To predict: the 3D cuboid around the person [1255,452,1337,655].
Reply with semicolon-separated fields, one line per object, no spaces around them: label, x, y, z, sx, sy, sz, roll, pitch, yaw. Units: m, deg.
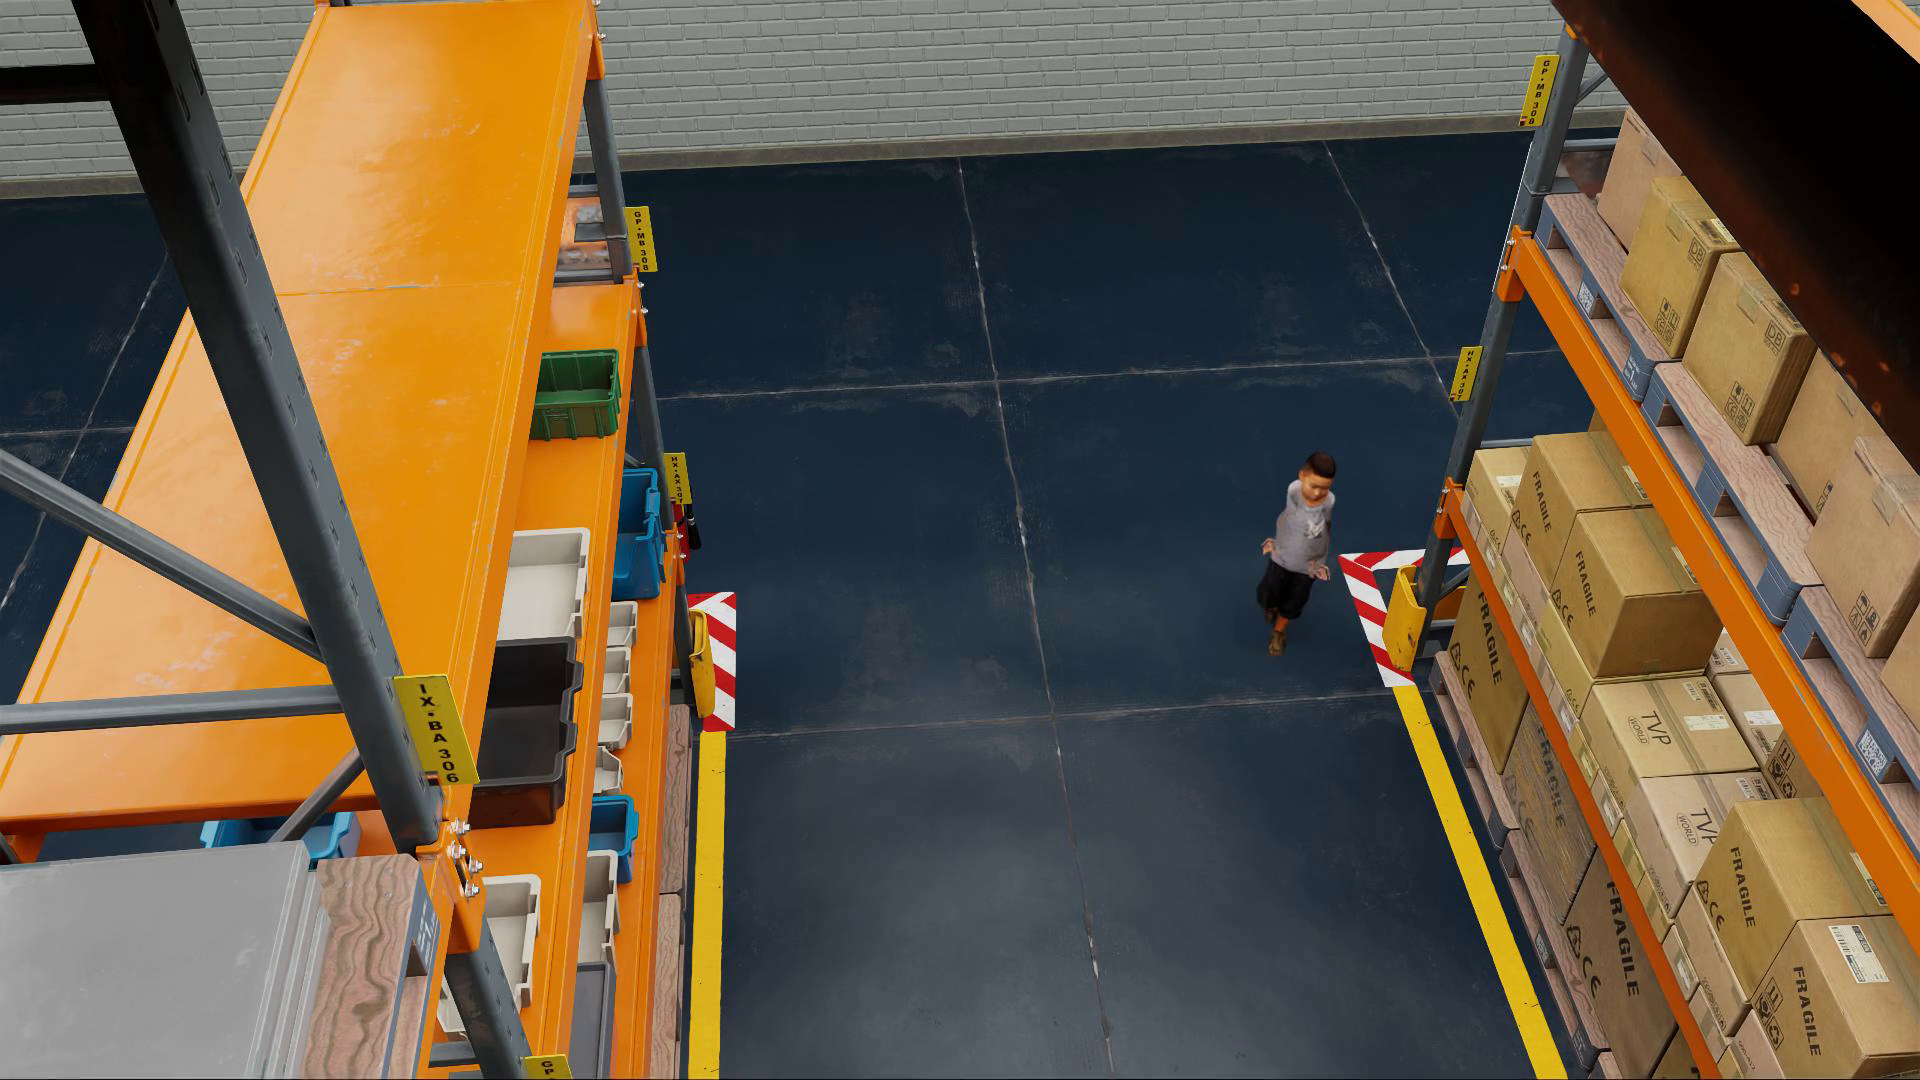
person;1.866;0.008;9.038;0.713;1.441;0.792;18;46;18
